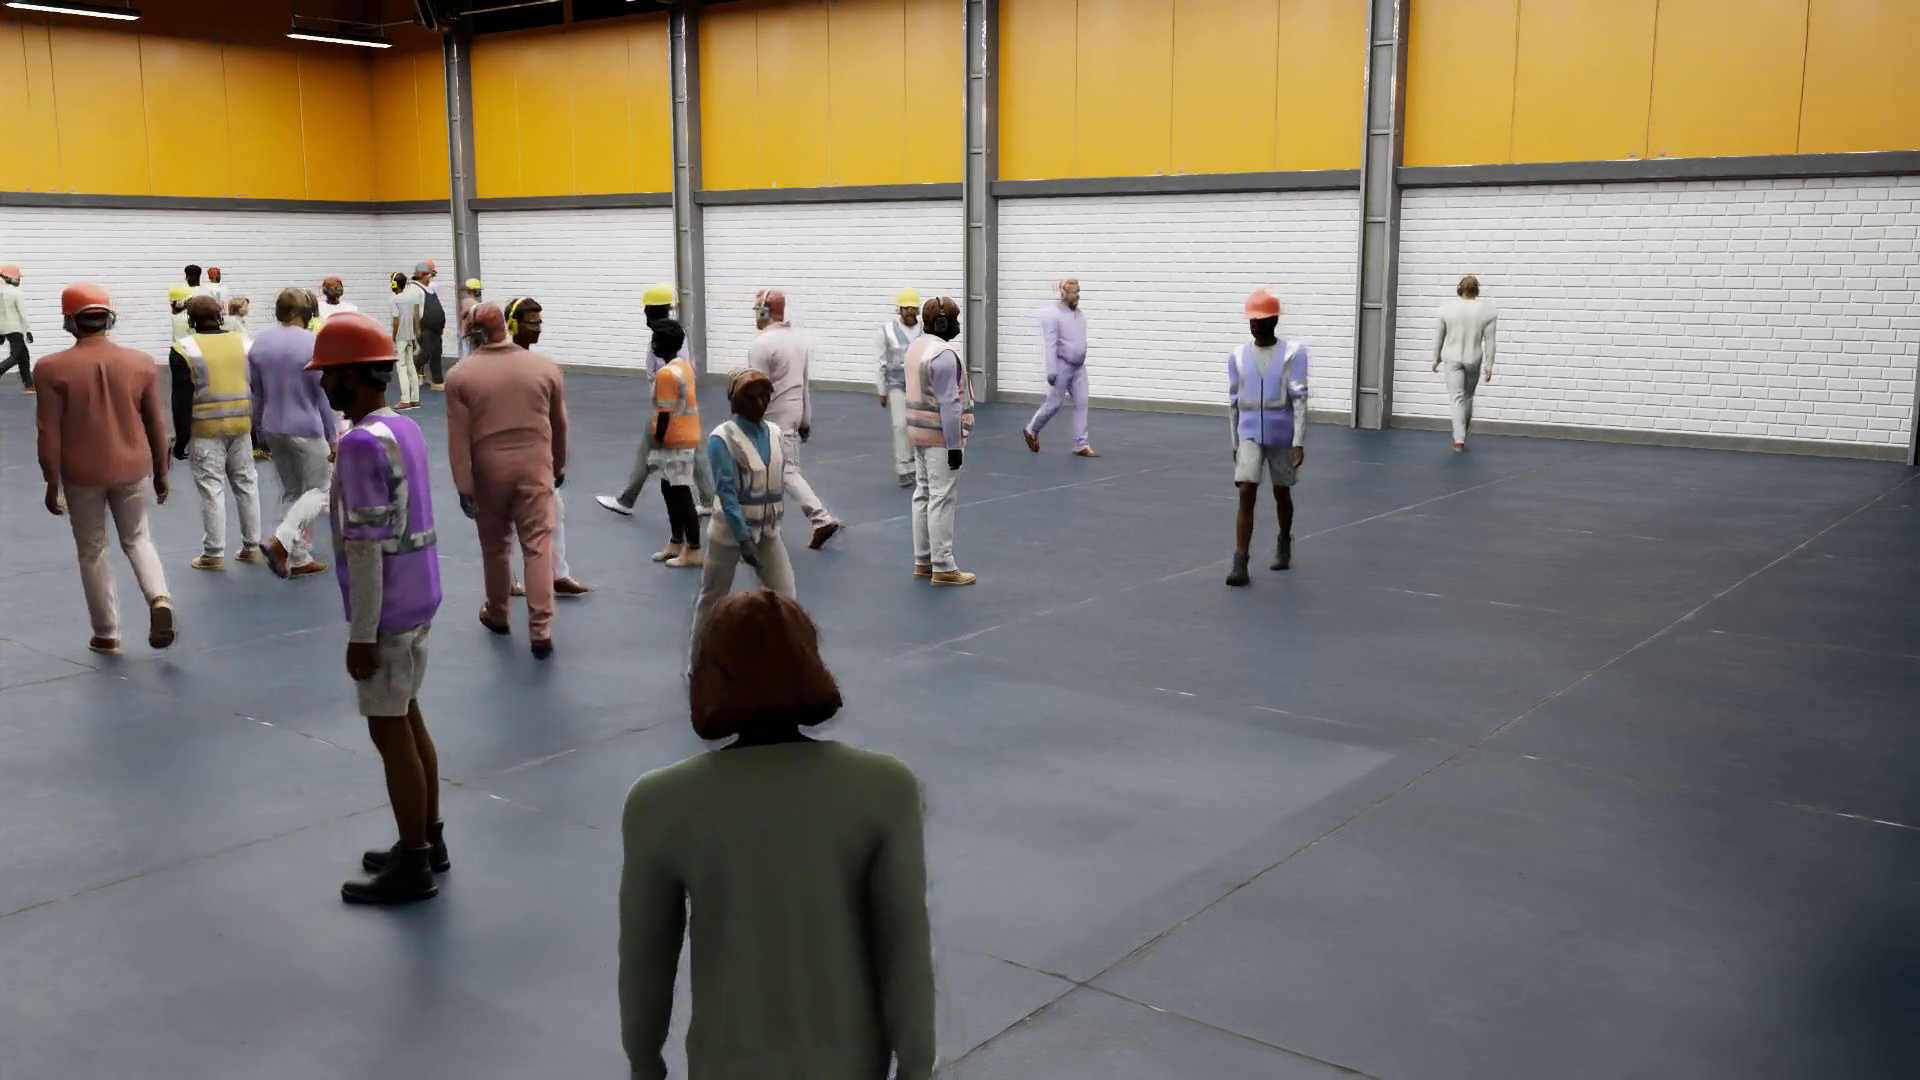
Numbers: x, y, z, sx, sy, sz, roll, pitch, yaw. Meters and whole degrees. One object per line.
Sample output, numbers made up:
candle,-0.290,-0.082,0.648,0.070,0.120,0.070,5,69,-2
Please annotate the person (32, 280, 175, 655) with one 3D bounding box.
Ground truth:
person,-4.407,-0.351,8.625,0.625,1.979,0.651,-9,13,-42

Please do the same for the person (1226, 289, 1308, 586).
person,2.003,-0.682,10.836,0.562,1.896,0.982,4,11,23

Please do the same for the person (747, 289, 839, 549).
person,-1.270,-0.870,11.991,0.937,1.873,0.659,4,10,22

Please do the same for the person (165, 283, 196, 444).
person,-8.437,-1.954,18.499,0.804,1.802,0.595,-1,10,-6

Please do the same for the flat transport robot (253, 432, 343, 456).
flat transport robot,-7.305,-1.072,17.792,0.652,0.197,1.431,2,10,13

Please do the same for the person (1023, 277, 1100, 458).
person,1.073,-1.813,17.447,0.645,1.883,0.866,-9,13,-43

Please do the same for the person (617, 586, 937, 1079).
person,-0.296,0.872,2.713,0.503,1.560,0.927,-2,10,-13

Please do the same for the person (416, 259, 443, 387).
person,-8.490,-3.458,26.559,0.605,2.034,0.389,5,11,25

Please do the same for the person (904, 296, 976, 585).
person,-0.124,-0.633,10.669,0.429,1.843,0.633,-4,11,-22

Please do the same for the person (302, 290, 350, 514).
person,-5.391,-1.148,13.739,0.855,1.808,0.626,9,13,43

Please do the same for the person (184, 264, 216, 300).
person,-11.084,-3.023,24.222,0.361,1.963,0.617,3,10,15

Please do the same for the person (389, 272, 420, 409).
person,-7.614,-2.710,22.683,0.313,1.869,0.539,3,10,16

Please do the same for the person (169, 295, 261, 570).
person,-4.999,-0.718,11.177,0.430,1.840,0.621,7,12,35

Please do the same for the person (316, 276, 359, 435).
person,-7.128,-2.081,19.024,0.580,1.868,0.474,-8,13,-40

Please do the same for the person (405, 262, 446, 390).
person,-8.247,-3.318,25.721,0.585,2.000,0.708,2,10,10

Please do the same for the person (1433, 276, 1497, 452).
person,5.459,-1.922,18.077,0.632,1.881,0.998,1,10,7

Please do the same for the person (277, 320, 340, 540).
person,-4.515,-0.768,11.769,0.544,1.731,0.805,7,12,34

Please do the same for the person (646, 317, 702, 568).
person,-1.974,-0.644,11.177,0.548,1.678,0.561,1,10,3

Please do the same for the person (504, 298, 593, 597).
person,-2.587,-0.541,10.113,0.818,1.838,0.565,6,11,30

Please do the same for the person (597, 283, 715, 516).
person,-2.399,-1.107,13.340,0.999,1.873,0.596,2,10,13

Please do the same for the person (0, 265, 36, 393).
person,-14.291,-3.149,24.982,0.608,1.960,0.907,7,12,36

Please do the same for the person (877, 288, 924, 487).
person,-0.412,-1.379,15.118,0.609,1.796,0.824,-3,10,-18

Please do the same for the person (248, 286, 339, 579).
person,-4.306,-0.659,10.639,0.672,1.909,0.595,3,10,19

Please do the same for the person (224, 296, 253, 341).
person,-8.222,-2.006,19.282,0.674,1.614,0.540,-1,10,-4

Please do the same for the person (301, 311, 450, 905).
person,-1.910,0.223,5.452,0.397,1.927,0.549,0,10,-3

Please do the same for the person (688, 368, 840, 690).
person,-0.992,-0.023,7.871,0.929,1.579,0.511,8,12,38

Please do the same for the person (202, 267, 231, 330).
person,-13.021,-3.832,29.173,0.572,1.883,0.356,2,10,14

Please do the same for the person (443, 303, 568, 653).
person,-2.418,-0.341,8.945,0.657,1.845,0.966,-4,10,-21

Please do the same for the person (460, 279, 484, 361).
person,-7.465,-3.174,25.804,0.822,1.727,0.542,-8,13,-39
